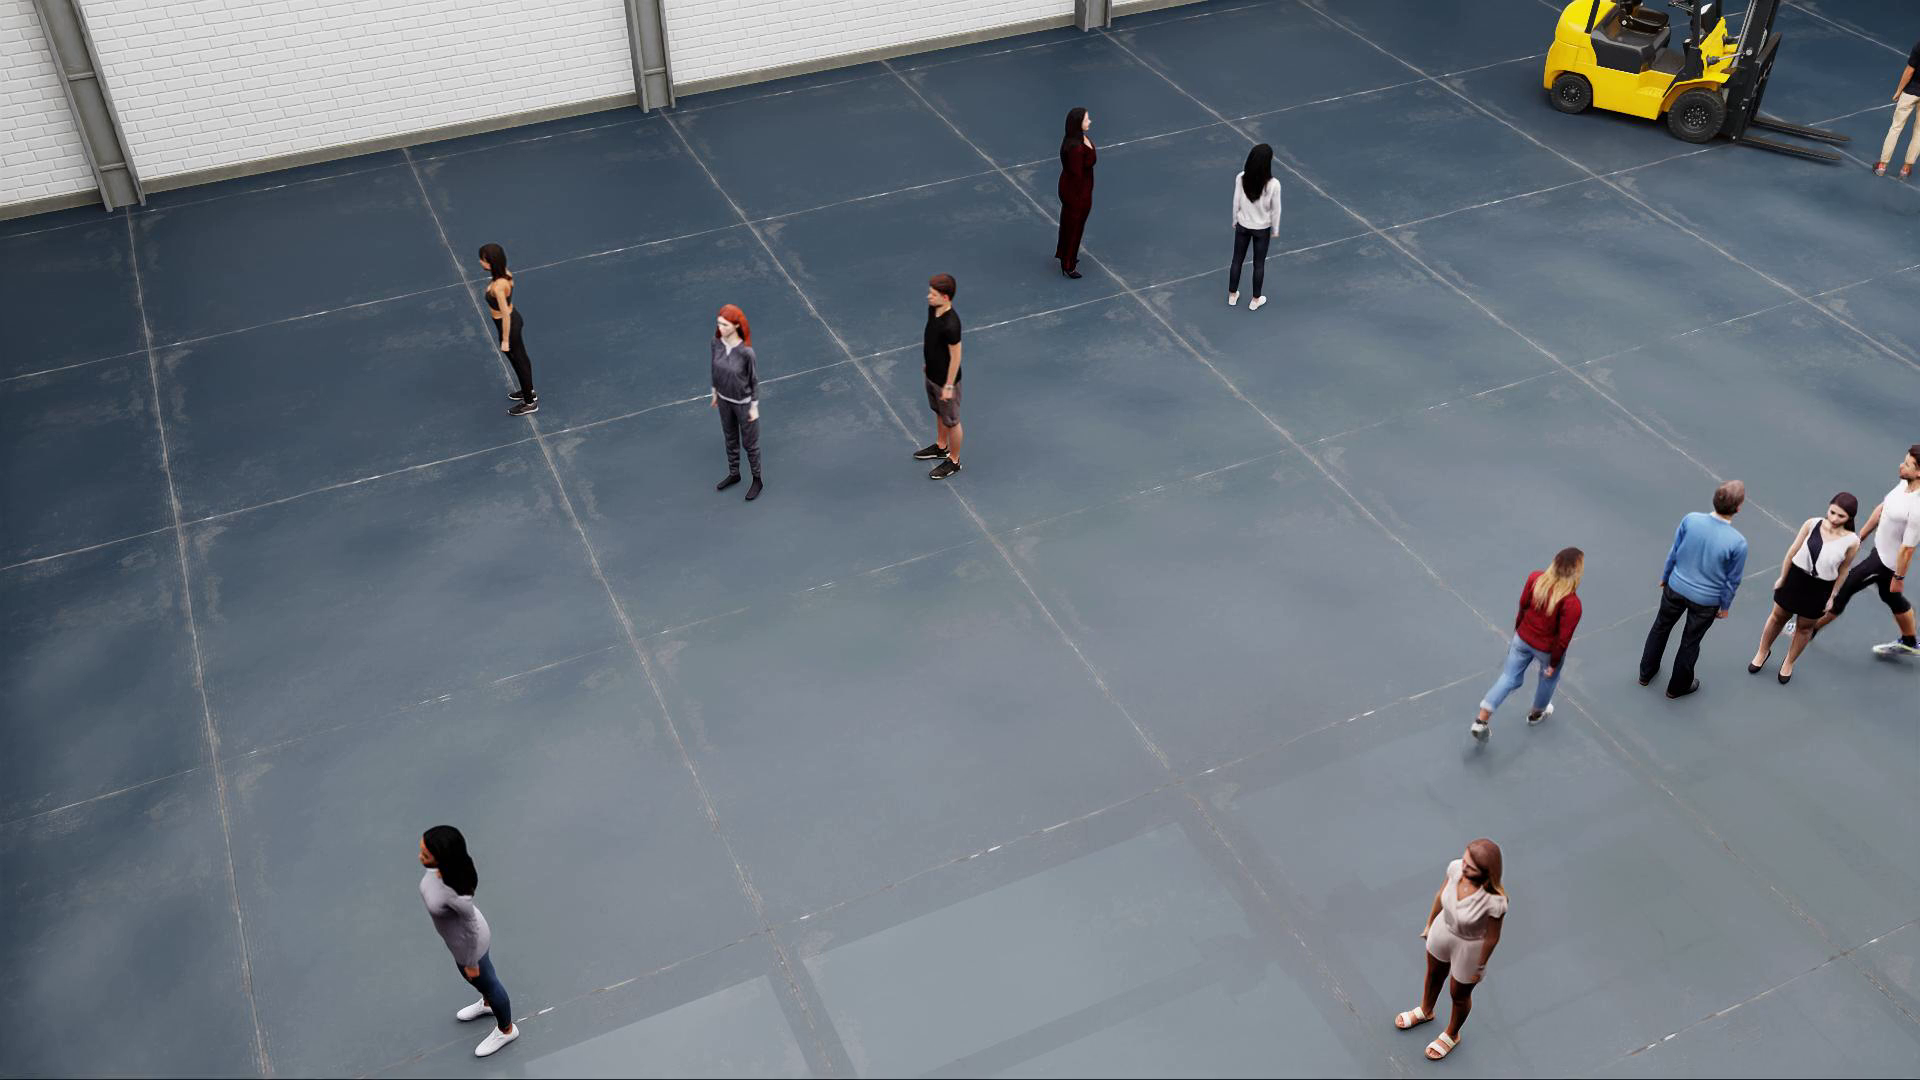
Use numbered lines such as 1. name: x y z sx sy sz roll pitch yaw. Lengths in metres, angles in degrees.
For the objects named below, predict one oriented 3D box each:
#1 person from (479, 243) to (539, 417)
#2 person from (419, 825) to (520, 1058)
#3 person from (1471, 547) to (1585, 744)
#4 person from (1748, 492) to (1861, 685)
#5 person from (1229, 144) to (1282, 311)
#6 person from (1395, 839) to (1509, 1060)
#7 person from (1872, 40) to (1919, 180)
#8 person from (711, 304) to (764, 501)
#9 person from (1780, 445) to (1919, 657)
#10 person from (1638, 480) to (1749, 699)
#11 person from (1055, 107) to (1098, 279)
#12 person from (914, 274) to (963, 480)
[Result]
1. person: -3.937 -1.856 14.554 0.590 1.643 0.608 -4 39 -5
2. person: -2.768 2.227 9.367 0.547 1.736 0.620 -20 43 -23
3. person: 3.896 0.748 11.322 1.110 1.606 0.801 -28 47 -31
4. person: 6.021 0.336 11.805 0.635 1.649 0.651 25 45 28
5. person: 2.814 -3.013 15.956 0.711 1.701 0.753 17 42 20
6. person: 2.810 2.270 9.345 0.566 1.696 0.588 -21 43 -24
7. person: 10.467 -4.848 18.127 0.701 1.859 0.748 15 41 18
8. person: -1.814 -1.136 13.543 0.659 1.779 0.679 21 43 24
9. person: 6.767 0.129 11.937 1.234 1.807 1.233 14 41 17
10. person: 5.160 0.335 11.671 0.666 1.817 0.720 -29 47 -32
11. person: 1.130 -3.455 16.464 0.742 1.757 0.754 -1 39 -1
12. person: -0.130 -1.384 13.788 0.577 1.861 0.681 -14 41 -17
